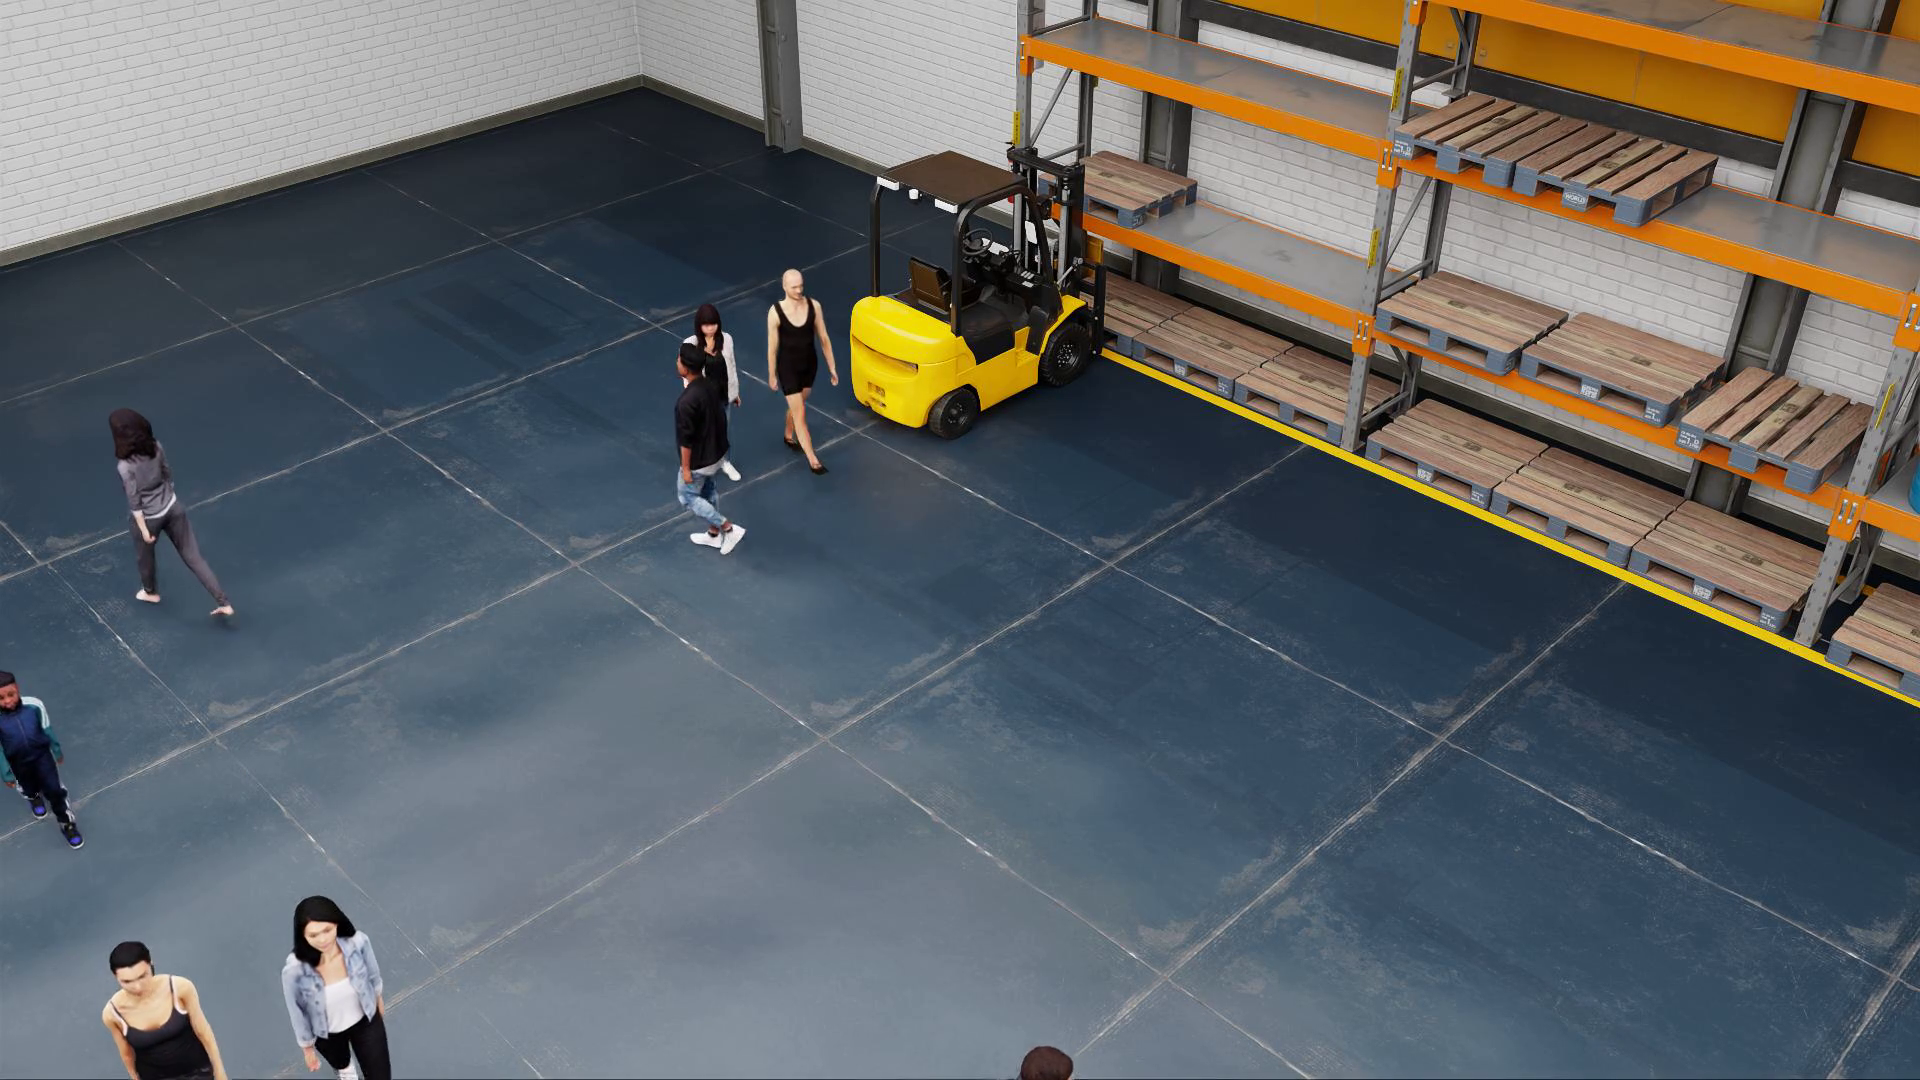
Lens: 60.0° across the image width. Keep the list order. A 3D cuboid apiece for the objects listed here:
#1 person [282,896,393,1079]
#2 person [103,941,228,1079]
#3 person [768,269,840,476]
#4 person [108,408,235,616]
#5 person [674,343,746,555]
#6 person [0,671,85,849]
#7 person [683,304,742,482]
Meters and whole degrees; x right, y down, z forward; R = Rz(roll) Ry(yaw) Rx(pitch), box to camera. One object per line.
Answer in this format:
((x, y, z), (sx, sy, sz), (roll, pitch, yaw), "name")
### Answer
((-3.123, 2.397, 8.367), (0.792, 1.666, 1.205), (-20, 38, -27), "person")
((-3.821, 2.538, 8.137), (0.724, 1.685, 1.146), (-19, 38, -26), "person")
((-1.416, -1.484, 14.109), (0.806, 1.773, 1.133), (-21, 39, -29), "person")
((-5.766, -0.139, 12.139), (1.262, 1.713, 0.863), (15, 37, 21), "person")
((-1.921, -0.657, 12.845), (0.937, 1.796, 0.866), (12, 35, 17), "person")
((-5.823, 1.319, 10.376), (0.582, 1.236, 0.884), (-22, 39, -29), "person")
((-2.067, -1.224, 13.842), (0.681, 1.635, 0.650), (-16, 37, -22), "person")
